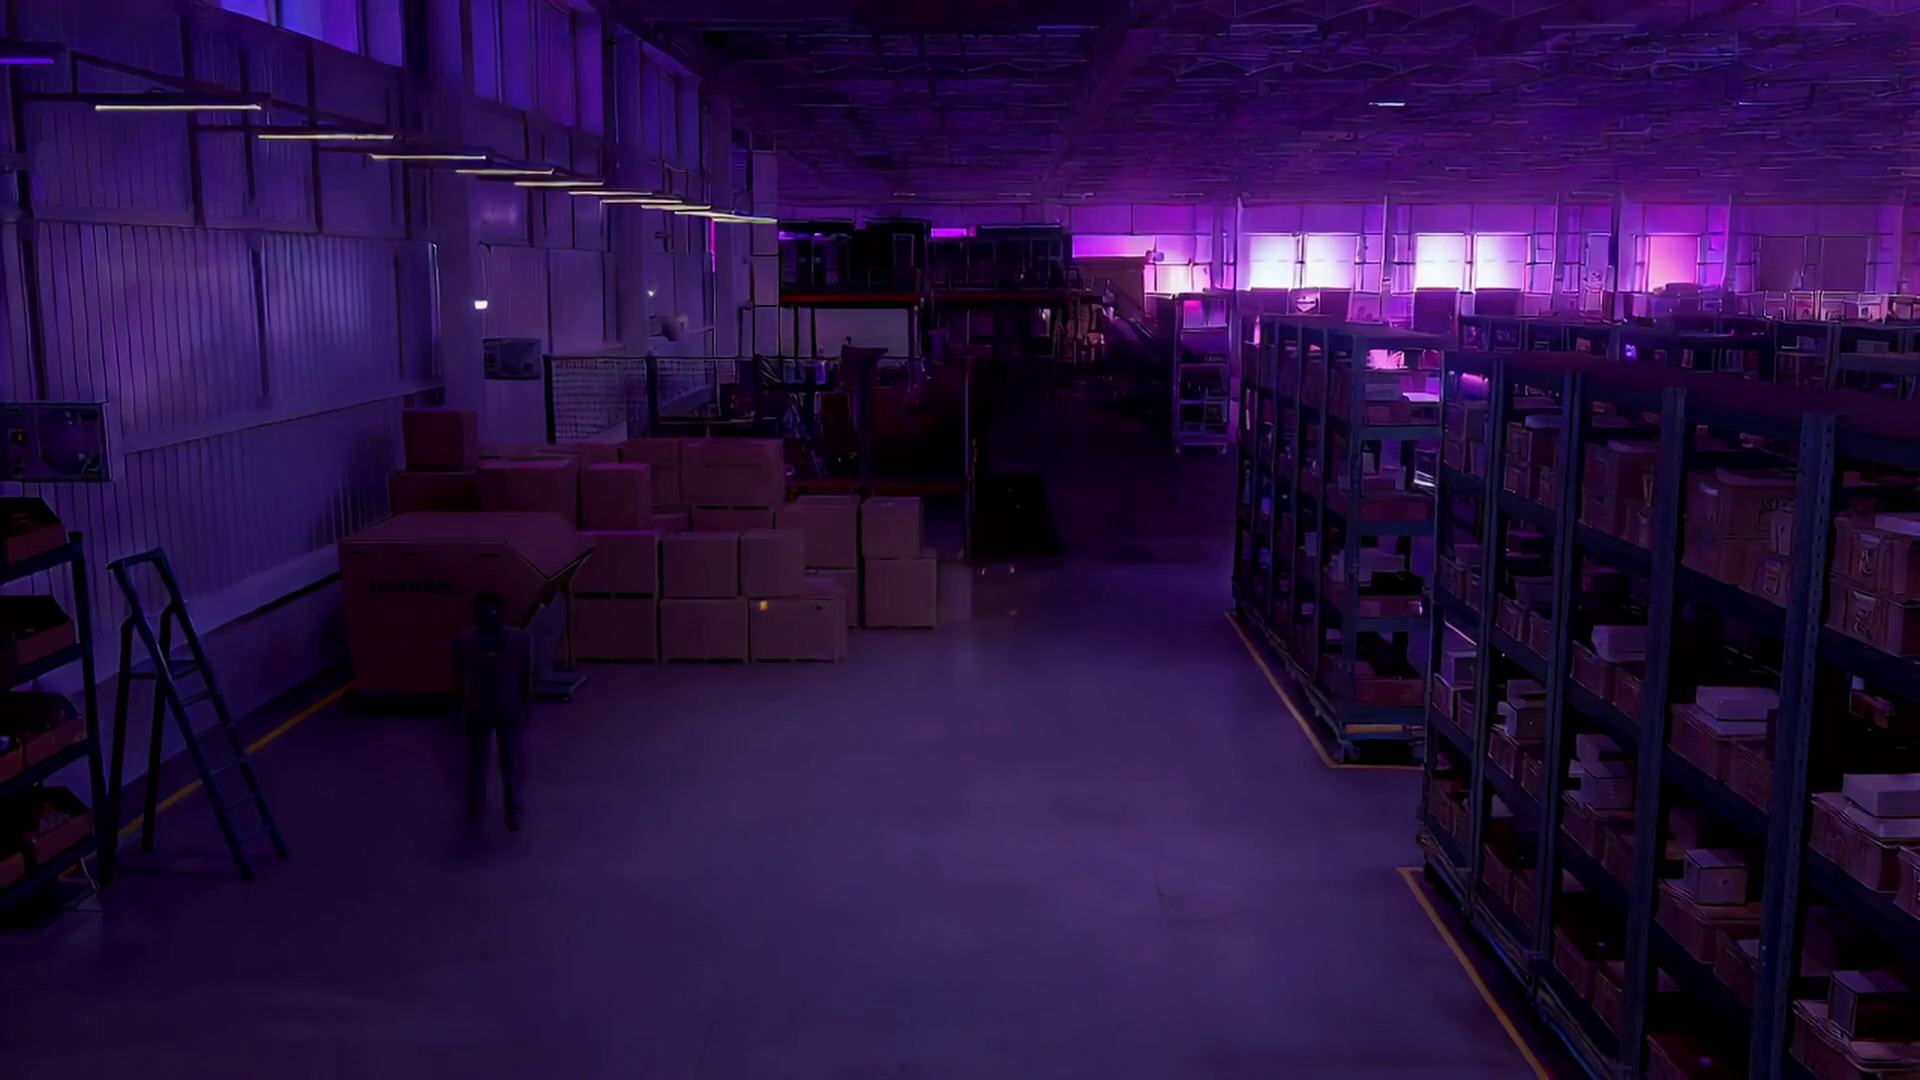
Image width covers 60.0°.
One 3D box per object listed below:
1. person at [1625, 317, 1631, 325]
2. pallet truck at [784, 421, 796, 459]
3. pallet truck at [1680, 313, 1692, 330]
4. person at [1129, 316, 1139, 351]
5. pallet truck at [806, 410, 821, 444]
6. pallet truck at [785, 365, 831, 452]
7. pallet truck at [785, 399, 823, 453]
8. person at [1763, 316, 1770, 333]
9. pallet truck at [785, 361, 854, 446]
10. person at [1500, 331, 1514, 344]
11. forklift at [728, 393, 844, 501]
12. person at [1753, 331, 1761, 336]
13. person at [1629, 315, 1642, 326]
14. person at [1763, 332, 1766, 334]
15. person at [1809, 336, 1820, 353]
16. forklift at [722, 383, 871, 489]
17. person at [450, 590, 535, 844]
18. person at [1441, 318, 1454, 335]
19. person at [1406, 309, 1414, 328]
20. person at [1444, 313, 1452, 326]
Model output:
[{"bbox_3d":[31.237,-9.468,77.942,0.599,1.913,0.398,6,11,32],"label":"person"},{"bbox_3d":[-4.013,-1.793,32.705,1.601,1.201,0.680,0,9,1],"label":"pallet truck"},{"bbox_3d":[36.315,-10.531,84.244,0.823,1.965,1.885,-6,11,-33],"label":"pallet truck"},{"bbox_3d":[8.871,-10.560,84.894,0.626,1.846,0.429,5,11,30],"label":"person"},{"bbox_3d":[-3.559,-2.018,33.905,1.522,1.261,0.704,0,9,-1],"label":"pallet truck"},{"bbox_3d":[-3.774,-2.976,37.635,1.885,1.965,0.823,1,9,5],"label":"pallet truck"},{"bbox_3d":[-3.814,-2.432,36.419,1.630,1.274,0.653,0,9,1],"label":"pallet truck"},{"bbox_3d":[40.888,-10.425,84.112,0.516,1.826,0.754,-5,11,-29],"label":"person"},{"bbox_3d":[-3.410,-3.193,38.978,1.885,1.965,0.823,0,9,-1],"label":"pallet truck"},{"bbox_3d":[18.750,-6.177,57.320,0.730,2.015,0.634,-5,11,-30],"label":"person"},{"bbox_3d":[-2.979,-1.316,26.476,2.680,1.987,1.157,0,9,1],"label":"forklift"},{"bbox_3d":[38.147,-9.634,79.633,0.541,1.696,0.315,-7,12,-37],"label":"person"},{"bbox_3d":[34.501,-10.579,85.019,0.627,1.844,0.429,4,10,23],"label":"person"},{"bbox_3d":[28.360,-6.416,58.721,0.727,2.000,0.693,1,9,8],"label":"person"},{"bbox_3d":[30.034,-6.288,58.617,0.952,1.829,0.518,1,9,8],"label":"person"},{"bbox_3d":[-2.893,-1.687,28.729,2.680,1.987,1.157,0,9,-1],"label":"forklift"},{"bbox_3d":[-3.371,1.254,12.008,0.571,1.843,0.373,-3,10,-19],"label":"person"},{"bbox_3d":[22.036,-9.043,75.118,0.652,1.974,0.479,-4,10,-23],"label":"person"},{"bbox_3d":[25.620,-12.197,94.767,0.394,1.920,0.584,9,13,42],"label":"person"},{"bbox_3d":[25.174,-10.762,85.864,0.425,1.938,0.603,-2,9,-14],"label":"person"}]
